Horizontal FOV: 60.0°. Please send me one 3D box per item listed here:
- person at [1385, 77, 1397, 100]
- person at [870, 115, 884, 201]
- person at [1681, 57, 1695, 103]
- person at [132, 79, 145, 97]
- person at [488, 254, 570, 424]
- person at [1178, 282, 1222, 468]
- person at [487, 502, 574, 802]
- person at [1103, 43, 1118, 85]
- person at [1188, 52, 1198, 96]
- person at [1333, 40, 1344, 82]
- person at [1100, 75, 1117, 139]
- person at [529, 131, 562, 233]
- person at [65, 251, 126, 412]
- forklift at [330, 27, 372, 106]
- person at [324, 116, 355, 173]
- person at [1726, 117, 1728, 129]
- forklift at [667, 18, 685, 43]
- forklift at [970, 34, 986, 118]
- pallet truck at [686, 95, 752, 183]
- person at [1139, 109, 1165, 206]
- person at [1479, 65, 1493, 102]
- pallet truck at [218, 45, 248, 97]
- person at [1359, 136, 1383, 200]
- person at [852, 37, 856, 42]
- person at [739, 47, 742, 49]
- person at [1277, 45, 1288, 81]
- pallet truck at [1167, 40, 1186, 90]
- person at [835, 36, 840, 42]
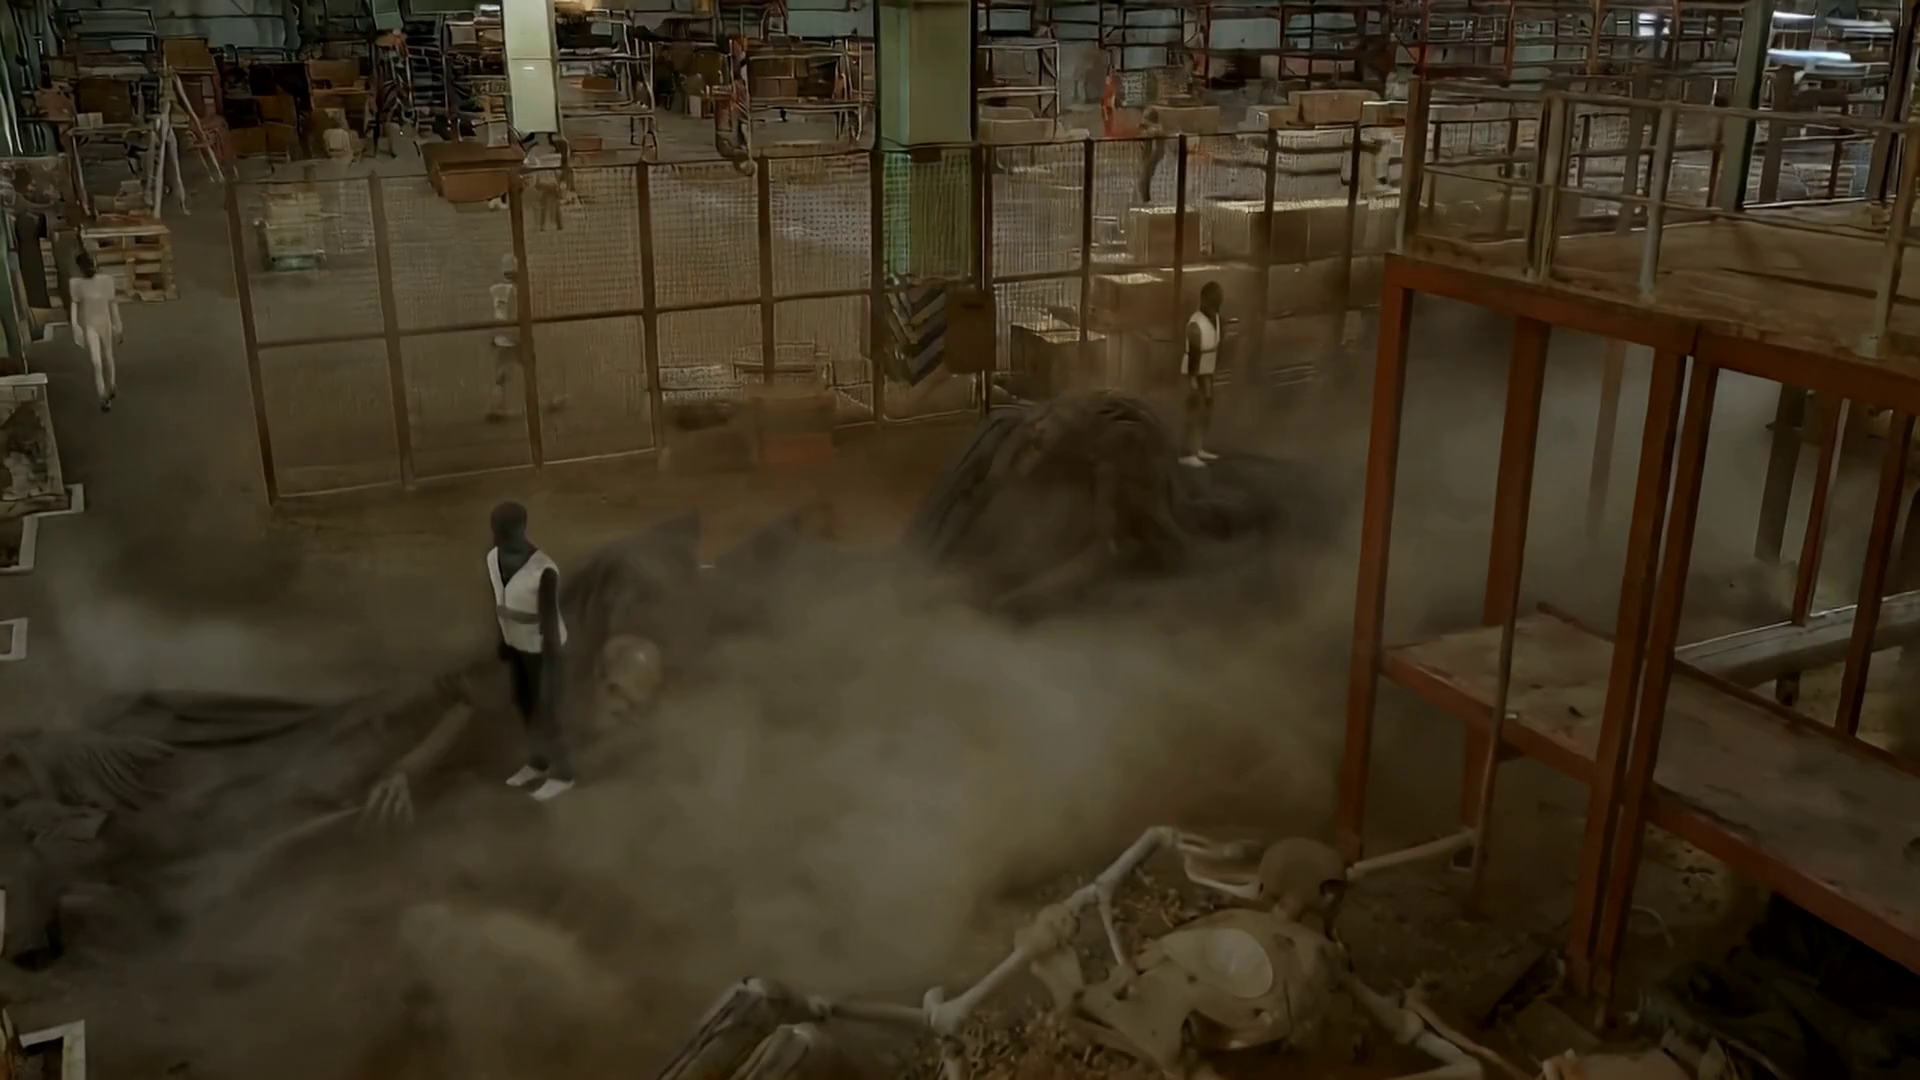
[{"bbox_3d":[13.685,-13.864,52.799,0.851,1.596,0.530,15,24,36],"label":"person"},{"bbox_3d":[-1.701,-8.293,36.213,0.584,1.883,0.337,-16,25,-39],"label":"person"},{"bbox_3d":[27.614,-17.421,62.957,0.318,1.699,0.534,1,19,2],"label":"person"},{"bbox_3d":[-25.372,-13.404,51.417,0.524,1.632,0.321,6,20,16],"label":"person"},{"bbox_3d":[-4.984,-2.277,18.769,0.607,1.894,1.016,14,24,35],"label":"person"},{"bbox_3d":[2.468,-1.697,17.055,0.383,1.912,0.591,10,21,27],"label":"person"},{"bbox_3d":[-2.636,0.664,10.222,0.585,1.911,0.391,14,23,35],"label":"person"},{"bbox_3d":[6.679,-20.700,72.315,0.965,1.789,0.629,-9,21,-24],"label":"person"},{"bbox_3d":[9.247,-18.499,66.079,0.321,1.697,0.530,-10,21,-26],"label":"person"},{"bbox_3d":[16.246,-20.444,71.356,0.359,1.937,0.635,-4,20,-12],"label":"person"},{"bbox_3d":[4.429,-12.929,49.702,0.511,1.859,0.322,13,23,33],"label":"person"},{"bbox_3d":[-8.016,-6.922,32.188,0.584,1.919,0.382,-7,20,-19],"label":"person"},{"bbox_3d":[-10.083,-2.468,19.450,0.528,1.853,0.870,-12,22,-31],"label":"person"},{"bbox_3d":[-22.694,-17.278,60.757,1.873,2.768,1.129,-9,21,-25],"label":"forklift"},{"bbox_3d":[-13.594,-8.384,36.568,0.630,1.820,0.636,3,19,8],"label":"person"},{"bbox_3d":[20.695,-11.013,44.494,0.510,1.618,0.358,-9,21,-23],"label":"person"},{"bbox_3d":[-12.241,-21.122,71.897,1.873,2.768,1.129,-13,23,-34],"label":"forklift"},{"bbox_3d":[0.480,-15.275,54.948,1.873,2.768,1.129,-9,21,-25],"label":"forklift"},{"bbox_3d":[-5.836,-9.608,39.856,0.823,1.965,1.885,10,22,27],"label":"pallet truck"},{"bbox_3d":[4.137,-8.255,35.869,0.538,2.000,0.682,3,19,8],"label":"person"},{"bbox_3d":[16.734,-14.106,52.942,0.367,1.964,0.604,-5,20,-15],"label":"person"},{"bbox_3d":[-28.879,-18.665,66.111,0.823,1.965,1.885,-3,19,-9],"label":"pallet truck"},{"bbox_3d":[7.820,-6.785,31.849,1.009,1.892,0.561,16,25,39],"label":"person"},{"bbox_3d":[-4.613,-21.698,75.036,0.580,1.912,0.683,-7,20,-20],"label":"person"},{"bbox_3d":[-9.732,-20.735,72.241,0.636,1.916,0.792,-5,20,-14],"label":"person"},{"bbox_3d":[12.894,-18.838,66.707,0.378,1.932,0.551,-9,21,-23],"label":"person"},{"bbox_3d":[9.045,-19.971,69.895,0.823,1.965,1.885,-3,19,-8],"label":"pallet truck"},{"bbox_3d":[-5.545,-21.751,75.095,0.656,1.965,0.573,-8,21,-22],"label":"person"}]
